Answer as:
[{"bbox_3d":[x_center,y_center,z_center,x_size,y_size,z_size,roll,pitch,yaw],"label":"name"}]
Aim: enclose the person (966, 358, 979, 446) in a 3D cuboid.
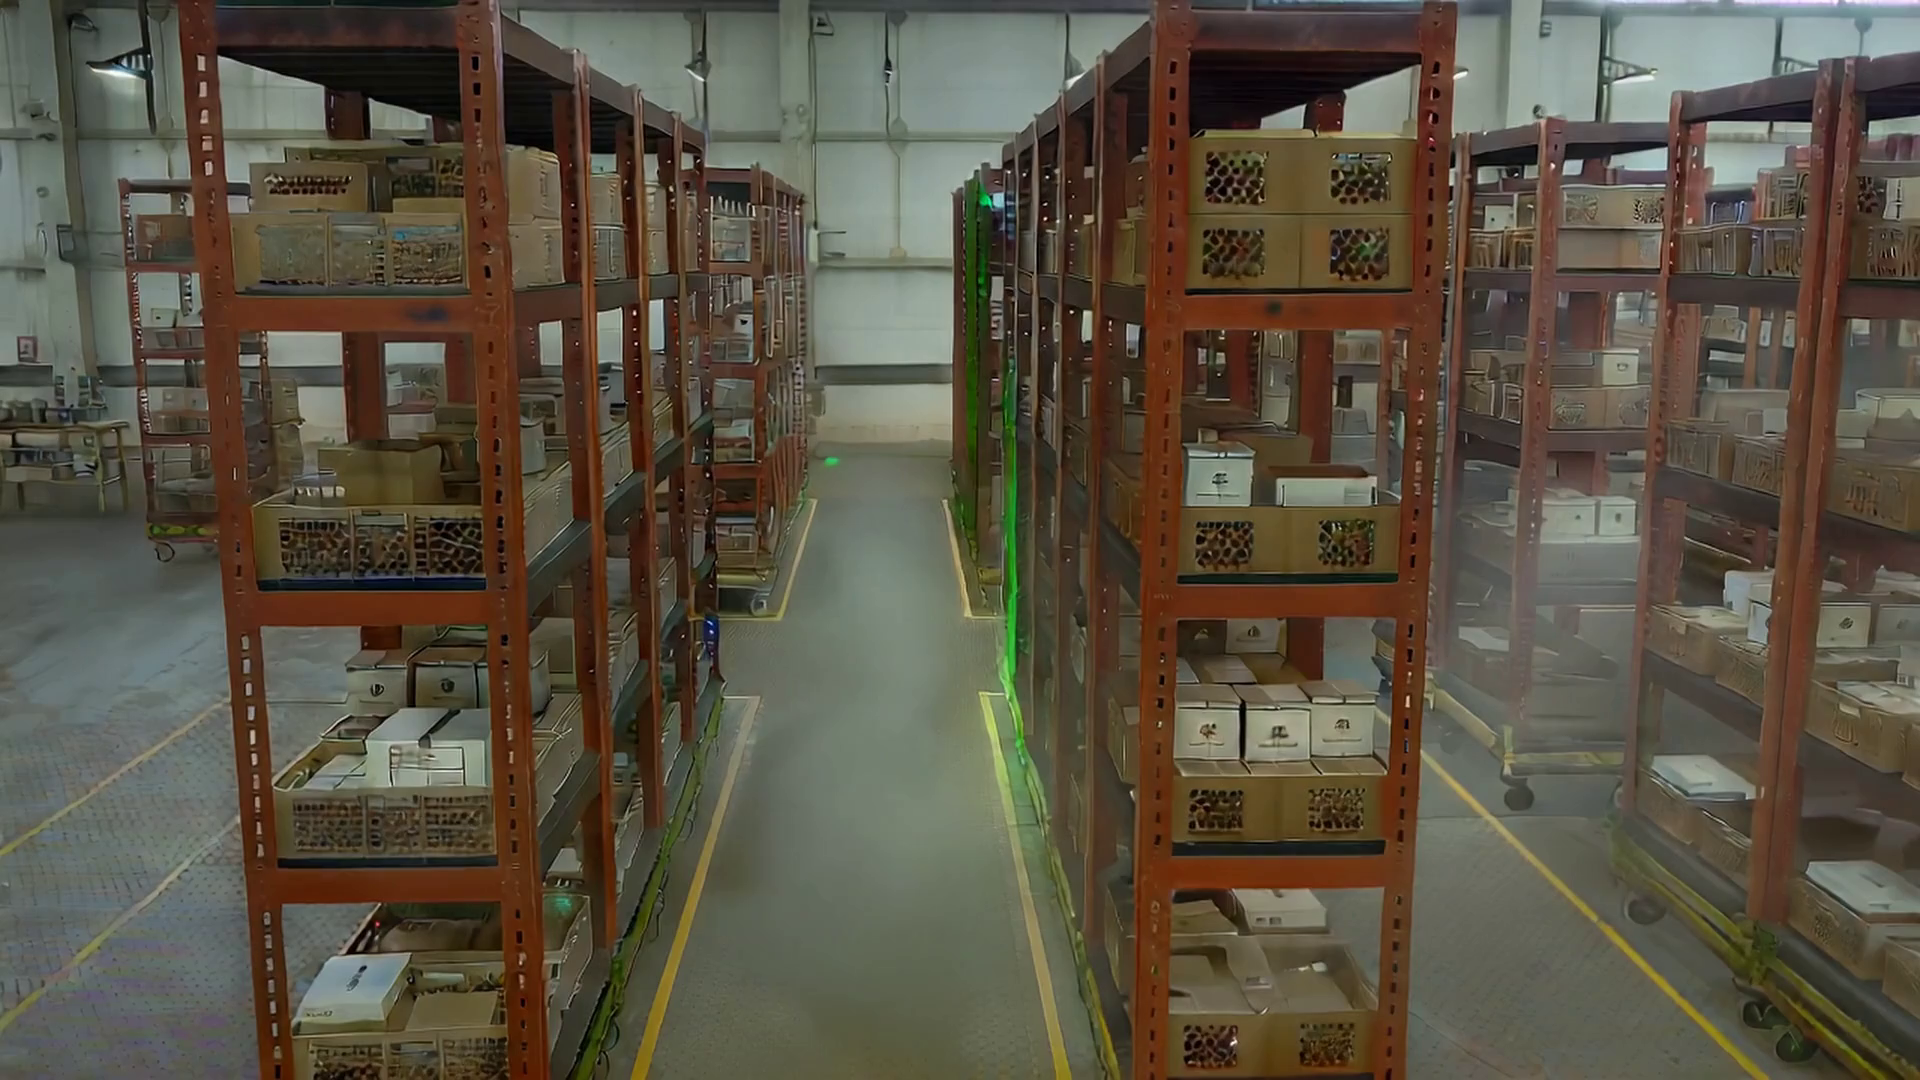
[{"bbox_3d":[0.156,-1.744,21.662,0.384,1.845,0.569,4,11,22],"label":"person"}]
